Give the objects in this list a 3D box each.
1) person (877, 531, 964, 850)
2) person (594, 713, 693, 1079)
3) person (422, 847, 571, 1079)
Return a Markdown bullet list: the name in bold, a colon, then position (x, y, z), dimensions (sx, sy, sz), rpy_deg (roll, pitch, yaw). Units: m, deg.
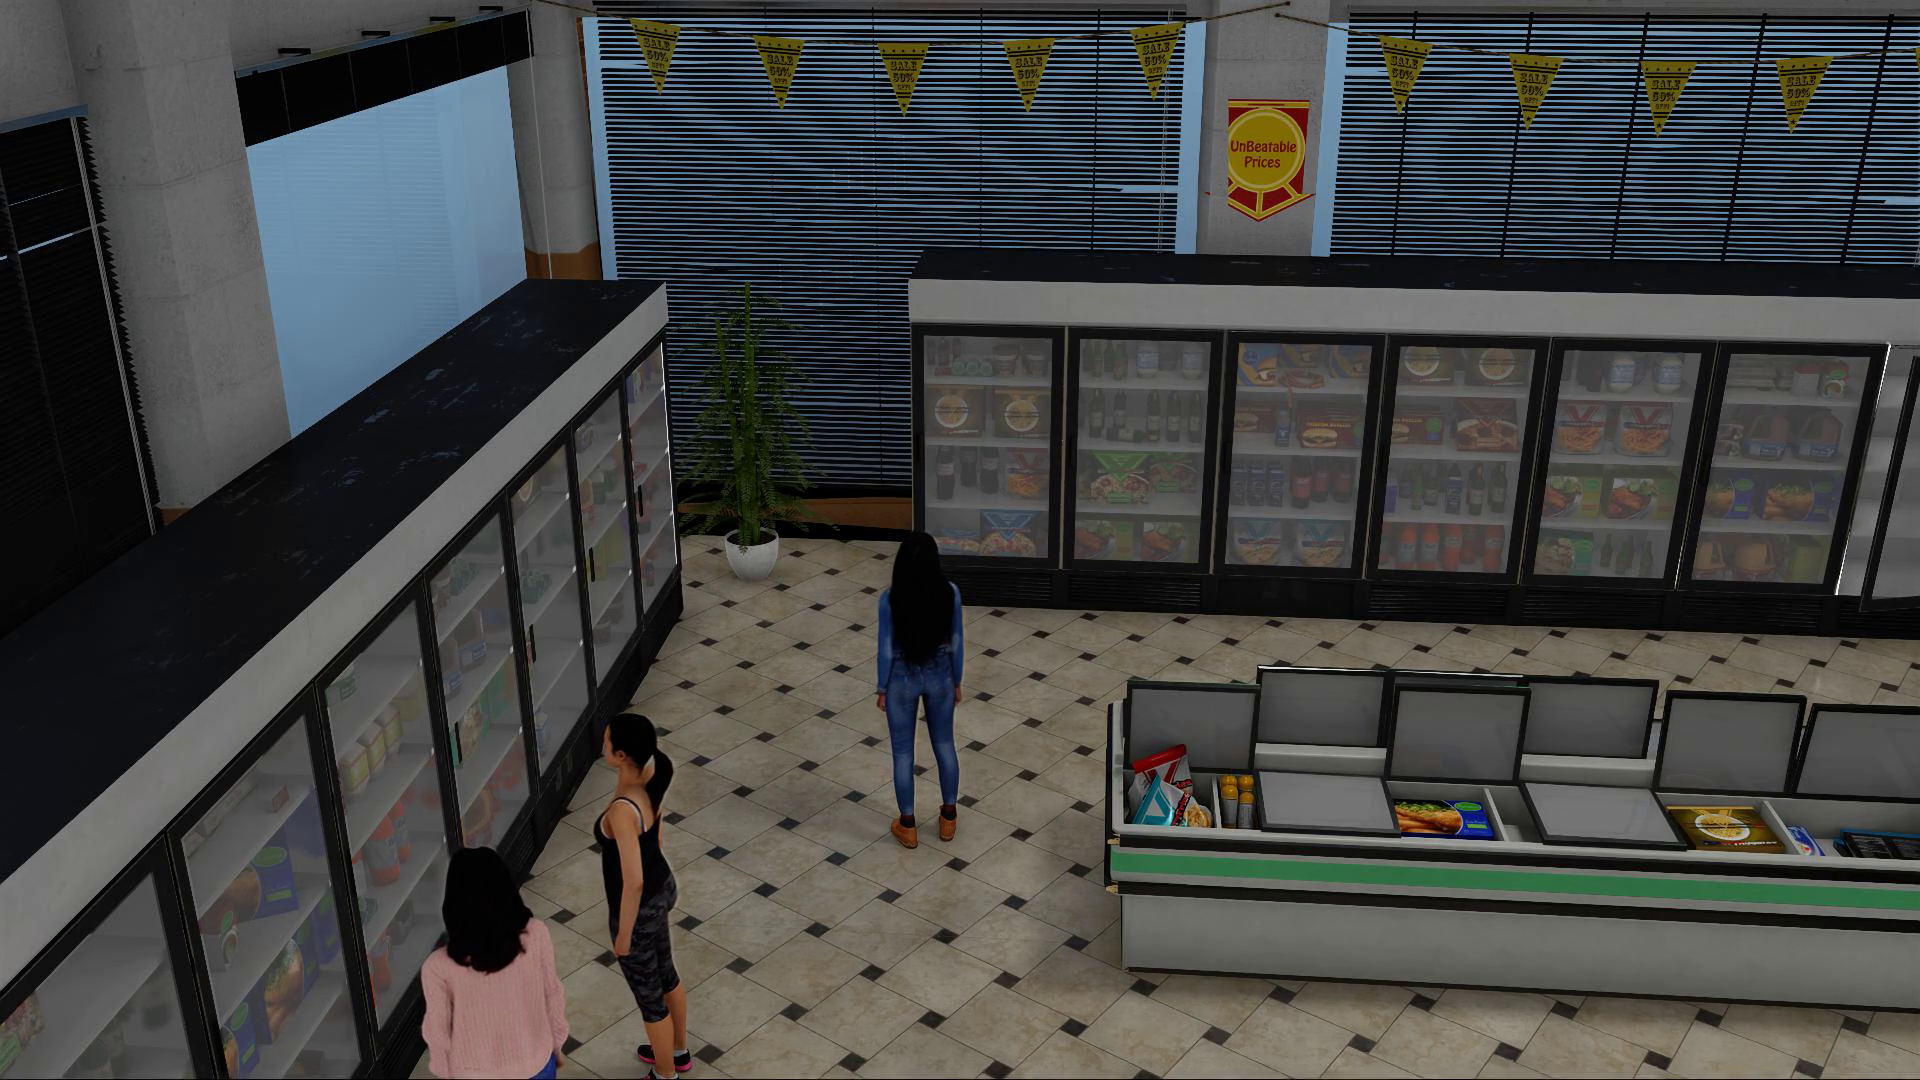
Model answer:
- **person**: position (-0.203, 0.760, 8.495), dimensions (0.583, 1.712, 0.732), rpy_deg (-6, 23, -14)
- **person**: position (-1.267, 1.476, 6.691), dimensions (0.548, 1.729, 0.584), rpy_deg (3, 22, 9)
- **person**: position (-1.575, 1.838, 5.735), dimensions (0.673, 1.770, 0.782), rpy_deg (-11, 24, -26)
